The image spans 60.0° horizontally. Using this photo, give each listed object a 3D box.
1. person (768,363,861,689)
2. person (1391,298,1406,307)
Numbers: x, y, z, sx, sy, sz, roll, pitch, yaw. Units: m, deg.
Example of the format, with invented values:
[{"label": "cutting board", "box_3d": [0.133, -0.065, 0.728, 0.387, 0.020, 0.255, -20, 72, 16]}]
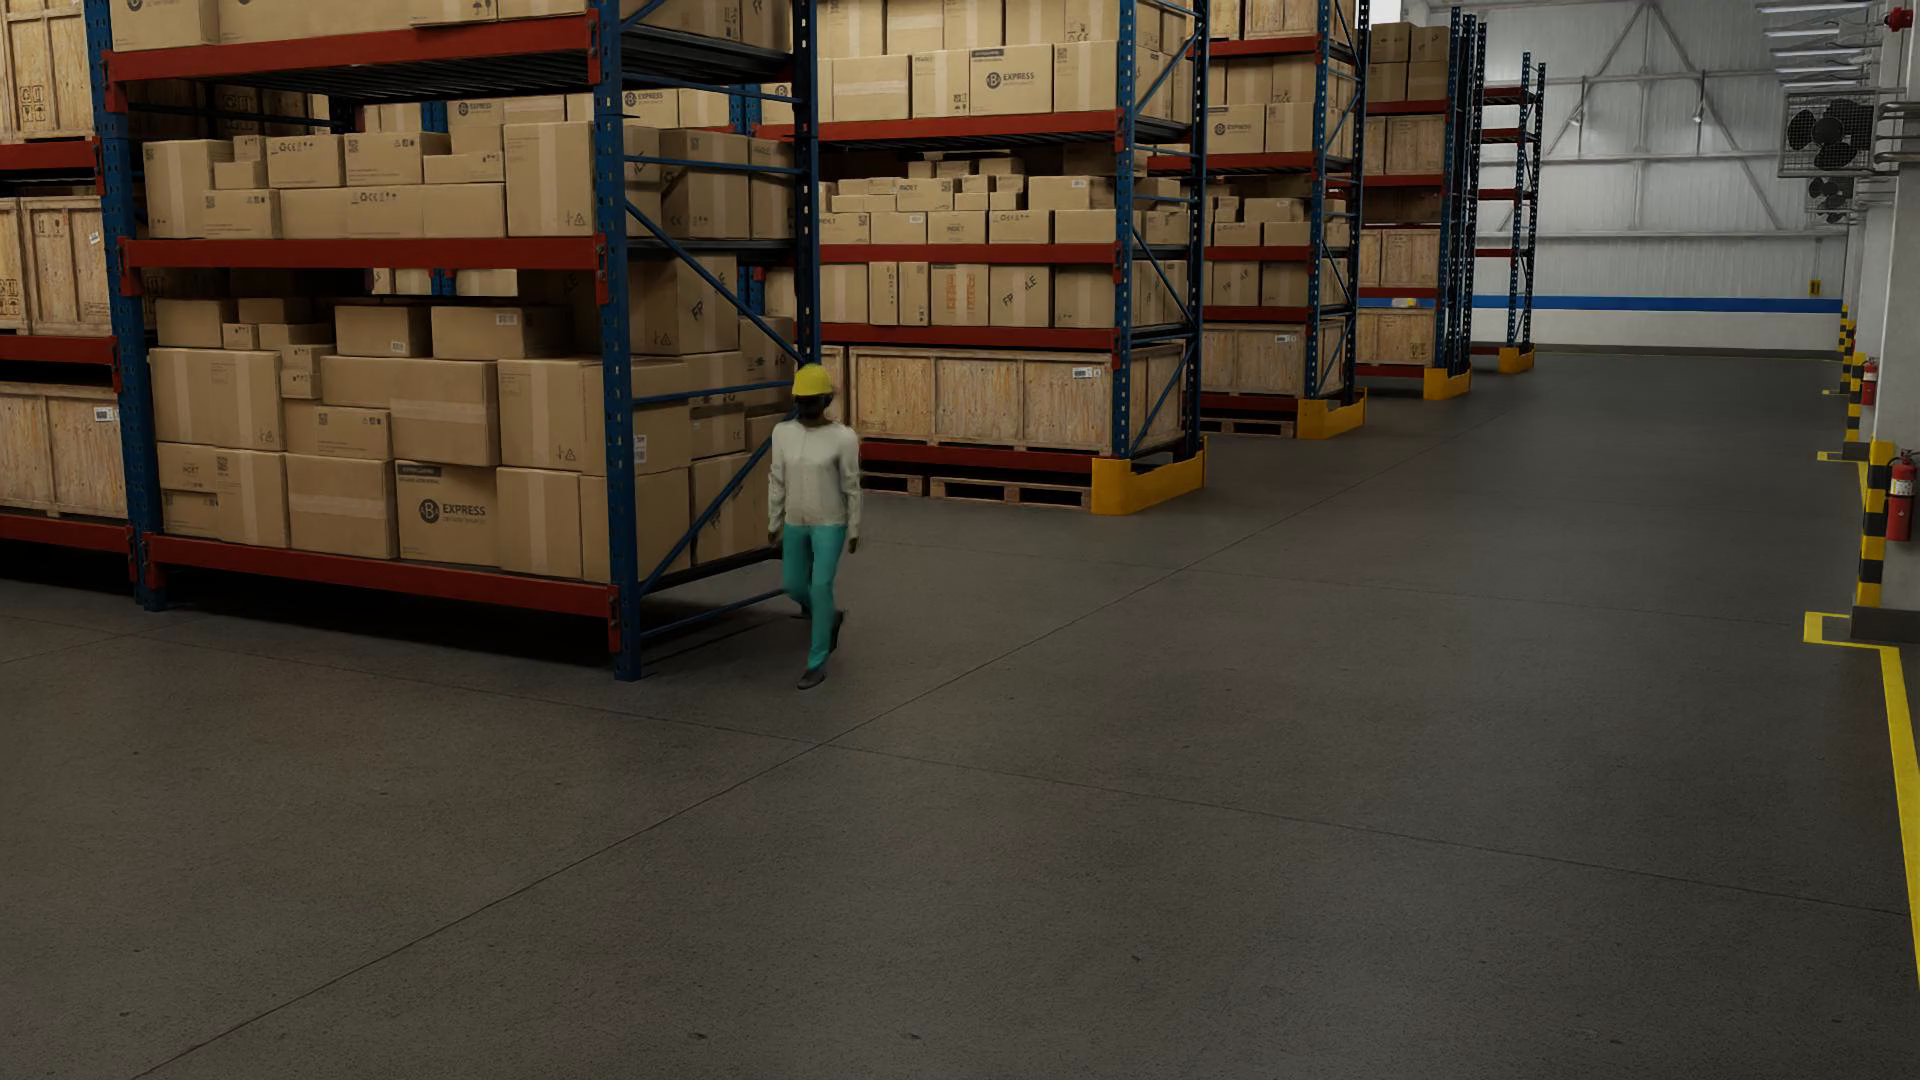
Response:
[{"label": "person", "box_3d": [-0.772, -0.104, 9.104, 0.534, 1.749, 0.645, 4, 11, 23]}, {"label": "person", "box_3d": [10.264, -5.212, 38.795, 0.835, 1.714, 0.561, 10, 14, 44]}]
